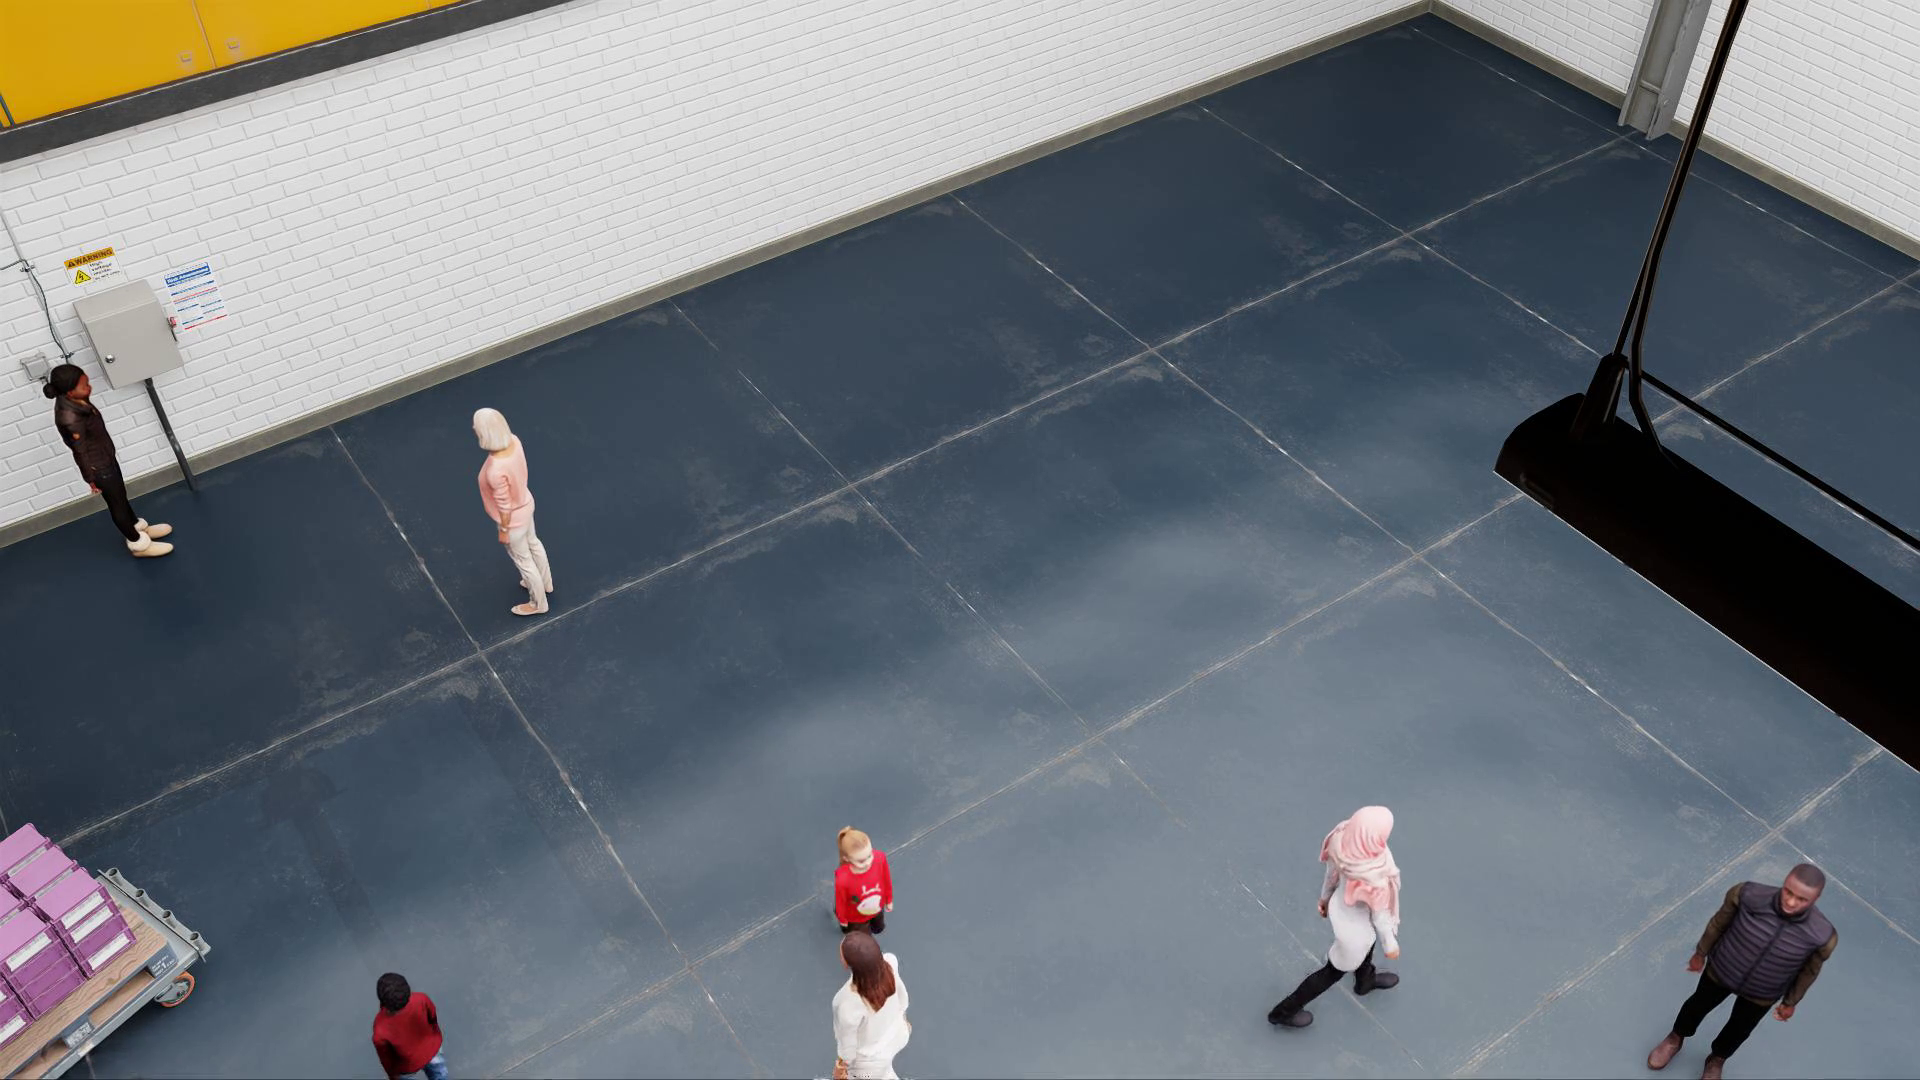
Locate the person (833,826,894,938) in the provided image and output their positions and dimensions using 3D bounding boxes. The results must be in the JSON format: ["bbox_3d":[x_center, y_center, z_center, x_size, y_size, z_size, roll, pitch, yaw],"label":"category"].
[{"bbox_3d":[-0.557,1.984,9.172,0.527,1.273,0.806,-29,51,-27],"label":"person"}]

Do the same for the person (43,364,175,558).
[{"bbox_3d":[-5.978,-0.532,11.533,0.588,1.660,0.662,22,48,21],"label":"person"}]

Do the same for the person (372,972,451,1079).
[{"bbox_3d":[-2.759,2.636,8.503,0.571,1.251,0.574,27,50,26],"label":"person"}]

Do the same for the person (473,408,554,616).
[{"bbox_3d":[-2.988,-0.195,11.132,0.745,1.725,0.658,2,44,2],"label":"person"}]

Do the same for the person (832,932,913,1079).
[{"bbox_3d":[-0.354,2.547,8.304,1.196,1.657,0.973,18,46,18],"label":"person"}]

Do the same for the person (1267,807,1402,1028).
[{"bbox_3d":[2.000,2.047,8.746,0.978,1.770,1.088,-7,44,-8],"label":"person"}]

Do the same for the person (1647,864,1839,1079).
[{"bbox_3d":[4.031,2.224,8.513,0.628,1.835,0.816,28,50,26],"label":"person"}]
